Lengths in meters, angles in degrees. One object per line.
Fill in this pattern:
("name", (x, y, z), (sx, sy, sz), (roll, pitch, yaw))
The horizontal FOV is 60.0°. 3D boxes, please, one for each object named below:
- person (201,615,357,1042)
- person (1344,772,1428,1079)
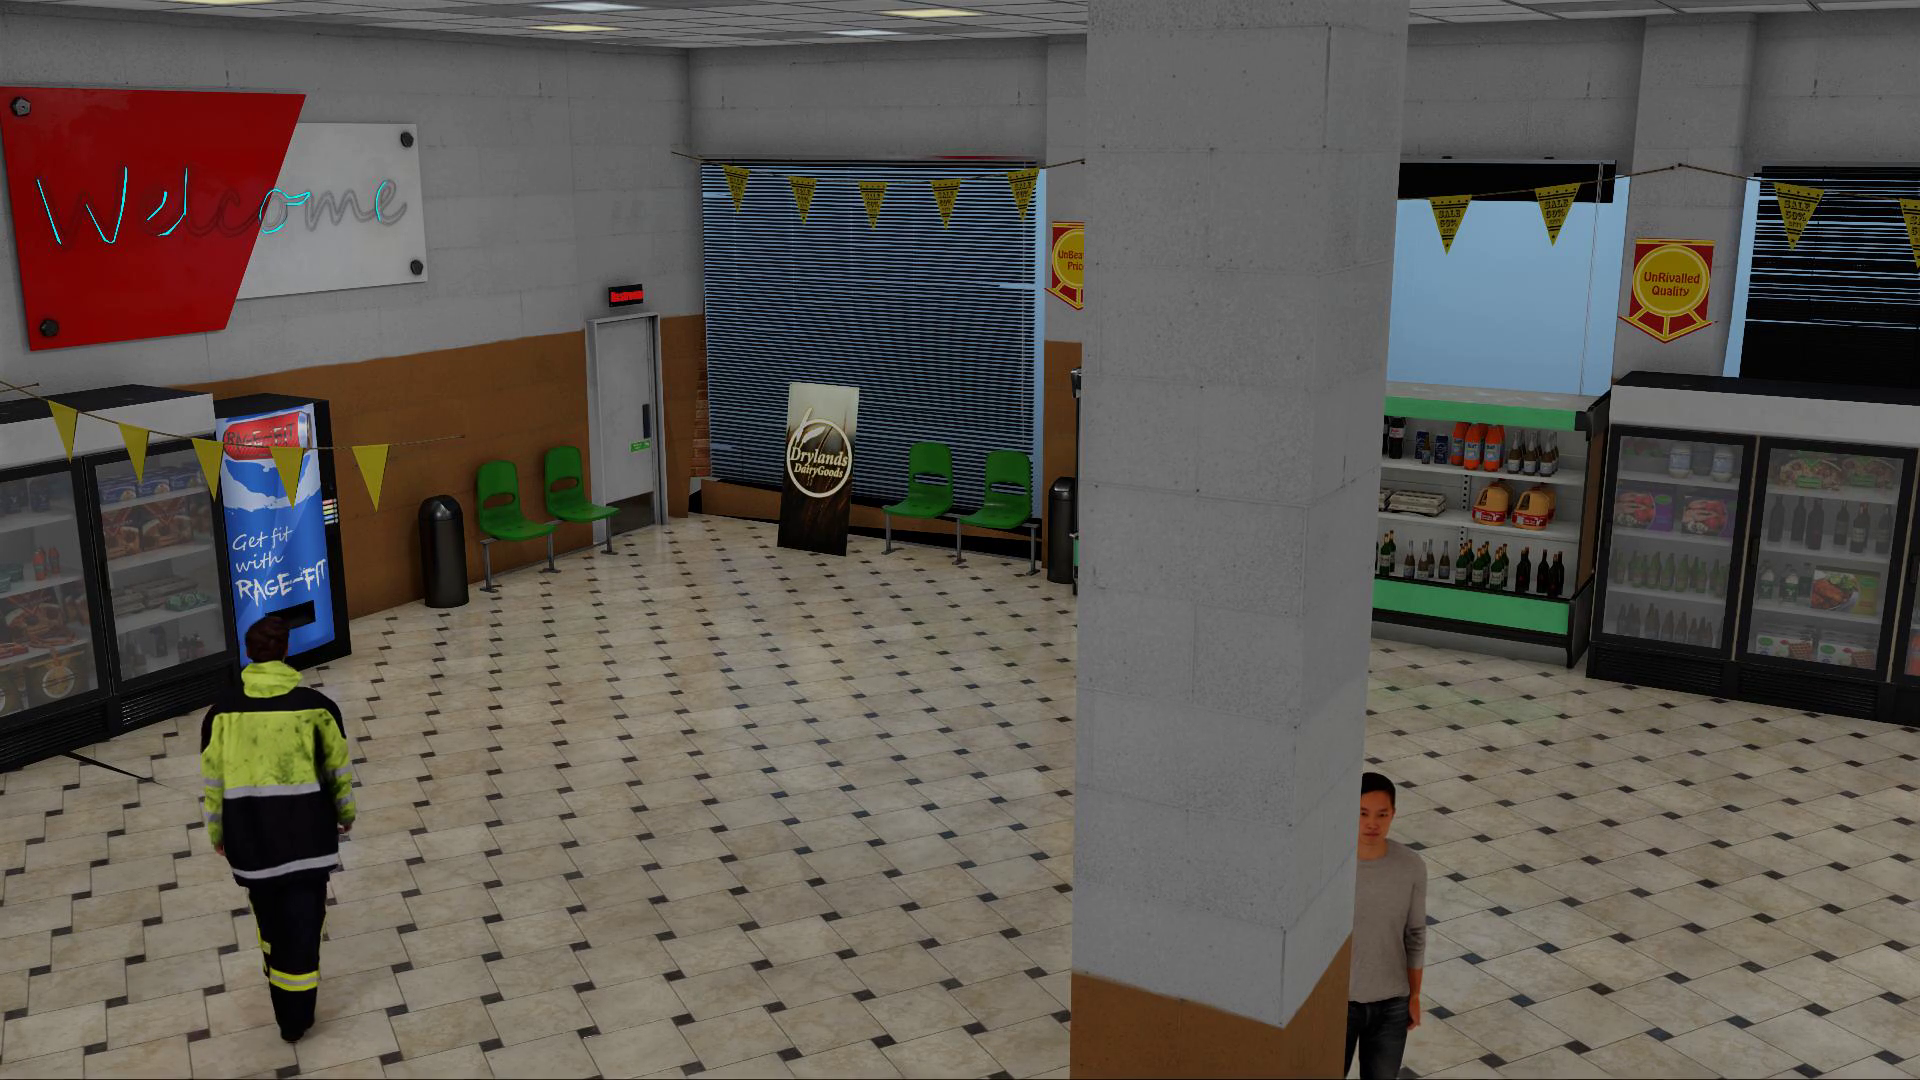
("person", (-3.152, 1.354, 7.675), (1.168, 1.953, 1.213), (-3, 14, -11))
("person", (1.543, 1.733, 6.424), (0.627, 1.806, 0.763), (1, 14, 2))
